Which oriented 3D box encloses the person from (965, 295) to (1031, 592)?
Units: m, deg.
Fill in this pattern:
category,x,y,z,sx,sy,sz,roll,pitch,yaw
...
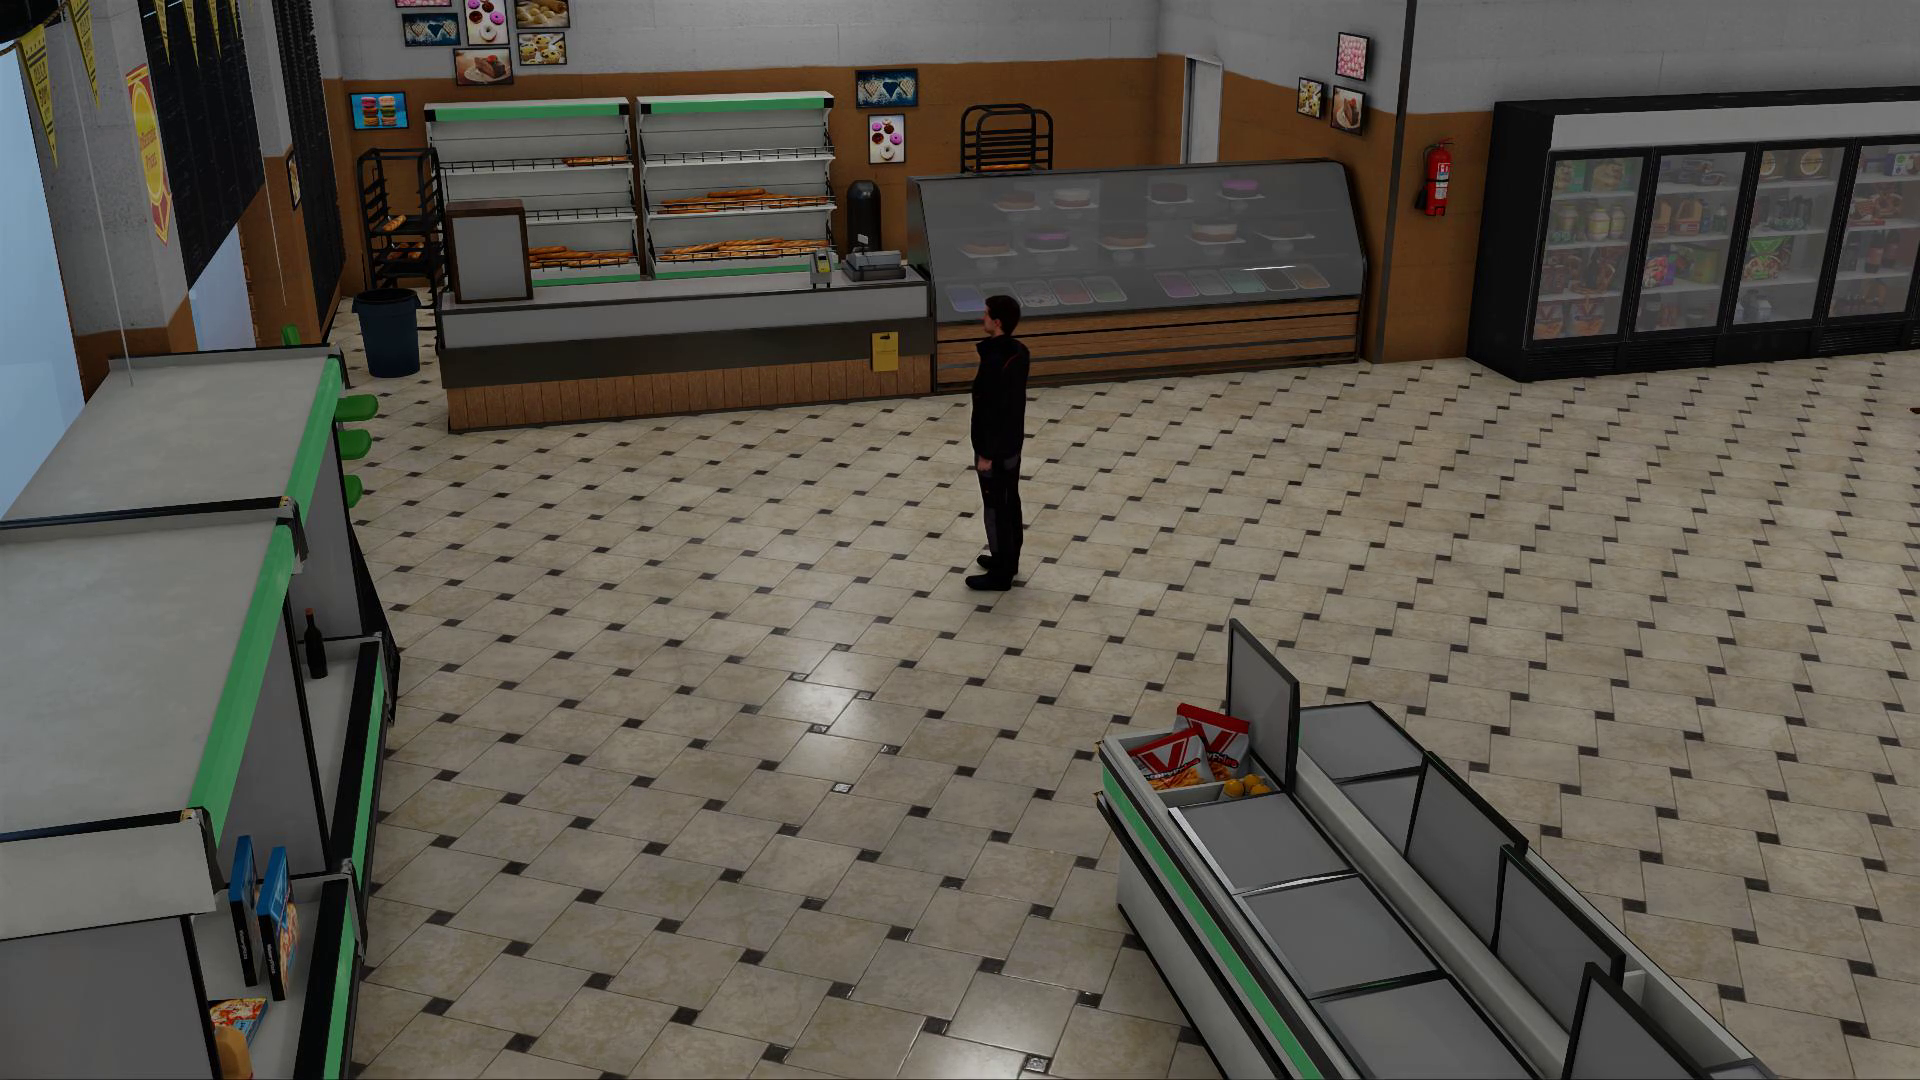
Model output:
category,x,y,z,sx,sy,sz,roll,pitch,yaw
person,0.249,-0.597,10.187,0.857,1.839,0.711,5,22,13
